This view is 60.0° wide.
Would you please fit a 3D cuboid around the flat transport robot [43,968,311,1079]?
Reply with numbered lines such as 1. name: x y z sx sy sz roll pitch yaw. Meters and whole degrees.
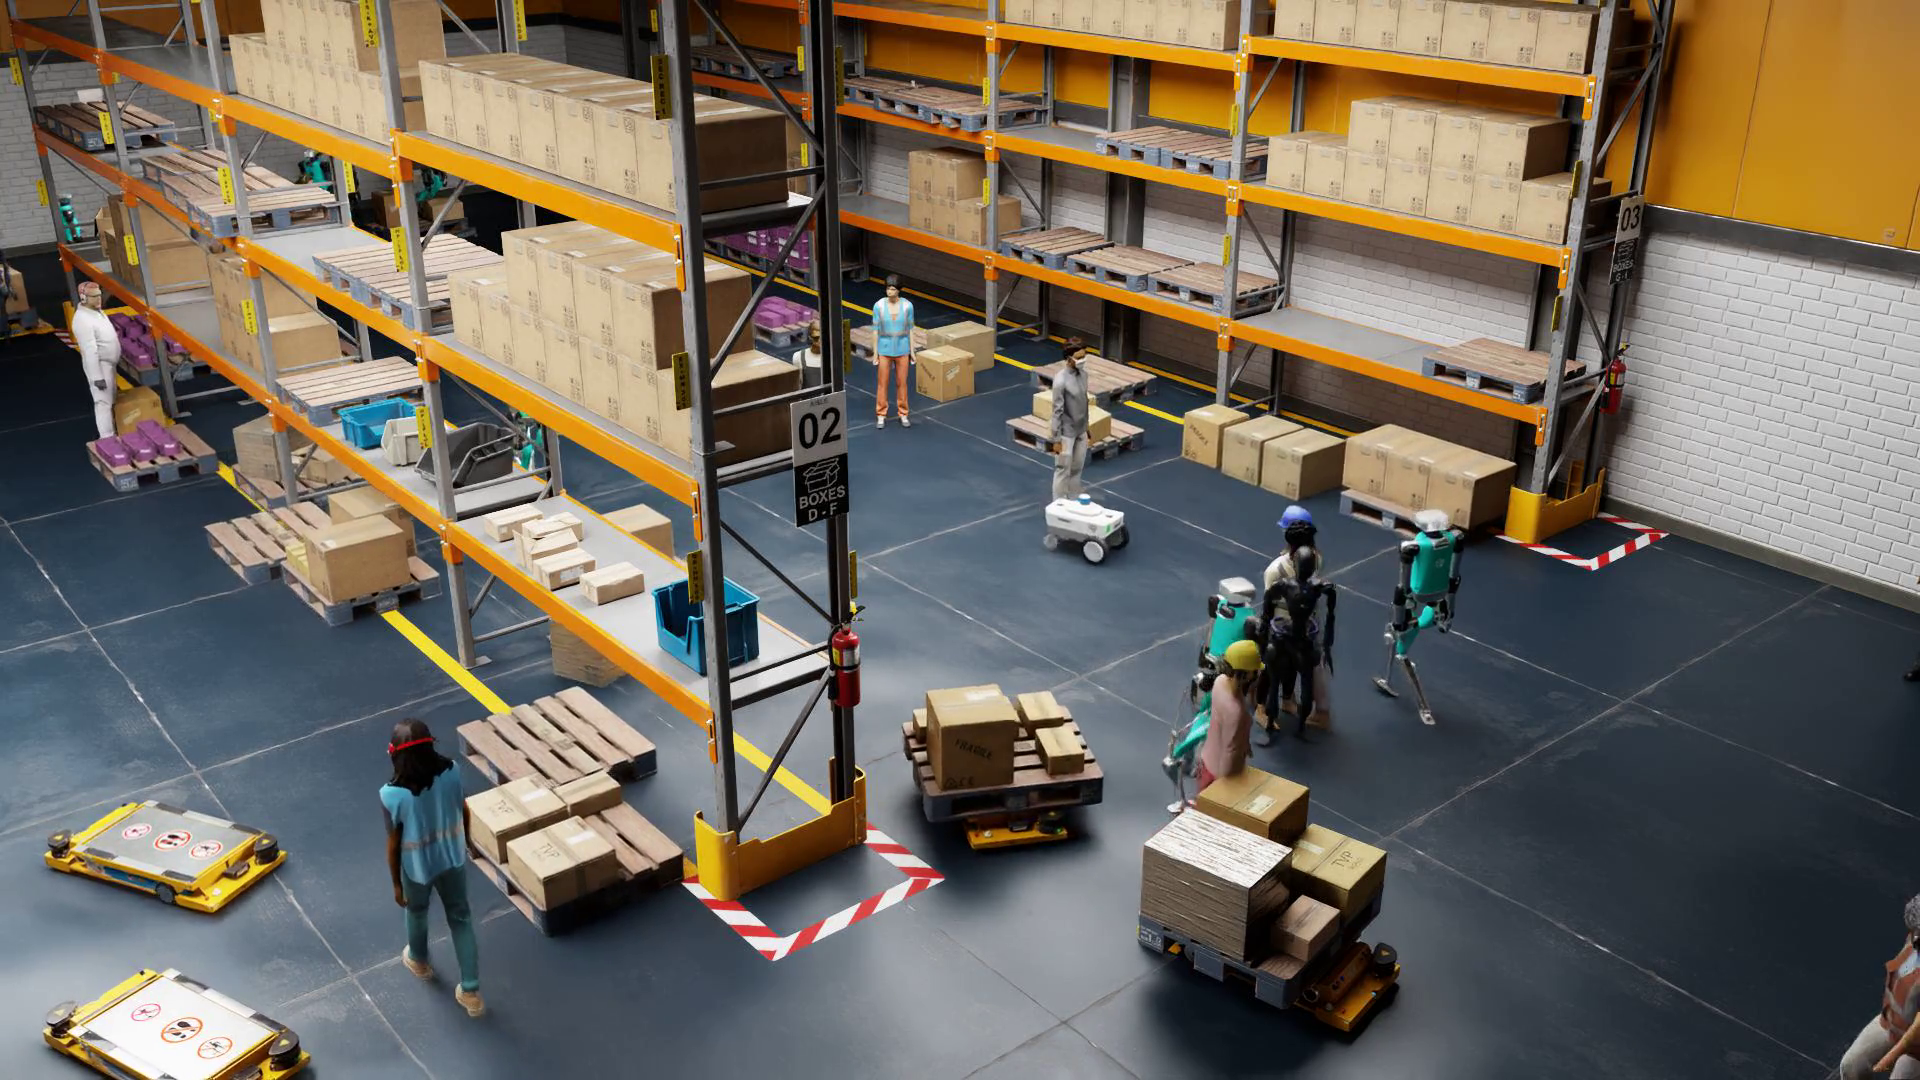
1. flat transport robot: -4.351 2.777 9.212 1.431 0.231 0.659 13 27 28

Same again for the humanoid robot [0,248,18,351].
1. humanoid robot: -12.495 -3.273 21.450 0.590 1.657 0.410 -6 24 -14

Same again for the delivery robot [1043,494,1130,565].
1. delivery robot: 1.181 -0.120 15.583 0.816 0.613 0.499 14 27 30

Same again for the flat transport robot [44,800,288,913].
1. flat transport robot: -5.211 2.047 10.903 1.431 0.231 0.659 9 25 20

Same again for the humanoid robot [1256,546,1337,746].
1. humanoid robot: 2.427 0.776 12.083 0.601 1.638 0.386 -1 23 -3

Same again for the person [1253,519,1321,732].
1. person: 2.458 0.622 12.412 0.530 1.691 0.322 -15 28 -31

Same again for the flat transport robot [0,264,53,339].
1. flat transport robot: -12.913 -2.770 22.058 1.431 0.231 0.659 -21 31 -40

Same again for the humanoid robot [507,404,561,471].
1. humanoid robot: -4.202 -1.031 16.188 0.545 1.760 0.943 -18 29 -36

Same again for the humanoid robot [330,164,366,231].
1. humanoid robot: -10.185 -5.865 27.521 0.611 1.628 0.769 12 26 26

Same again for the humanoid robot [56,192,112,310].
1. humanoid robot: -11.932 -3.888 22.820 0.648 1.816 0.532 -20 30 -38

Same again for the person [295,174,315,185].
1. person: -9.094 -4.245 23.518 1.001 1.821 0.589 3 24 8

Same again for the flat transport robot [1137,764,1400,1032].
1. flat transport robot: 1.844 2.435 10.004 1.431 0.231 0.659 18 29 35

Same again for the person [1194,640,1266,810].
1. person: 1.796 1.416 10.514 0.800 1.738 0.530 -3 24 -7

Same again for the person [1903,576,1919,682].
1. person: 7.777 0.258 12.965 0.382 1.925 0.546 -21 31 -40

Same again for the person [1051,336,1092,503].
1. person: 1.059 -1.054 16.044 0.412 1.891 0.547 18 29 36

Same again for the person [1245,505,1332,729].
1. person: 2.496 0.553 12.521 0.488 1.723 0.932 -21 31 -40

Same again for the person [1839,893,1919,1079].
1. person: 4.645 2.440 8.228 0.462 1.665 0.470 1 23 1

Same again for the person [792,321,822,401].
1. person: -1.414 -1.285 16.632 0.506 1.846 0.346 -2 23 -4

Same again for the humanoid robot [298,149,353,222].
1. humanoid robot: -9.829 -5.232 25.916 0.545 1.762 0.940 7 24 16

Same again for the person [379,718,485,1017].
1. person: -3.010 1.809 9.489 0.542 1.833 0.836 -15 28 -31

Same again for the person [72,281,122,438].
1. person: -9.180 -1.841 17.848 0.402 1.905 0.640 -6 24 -14

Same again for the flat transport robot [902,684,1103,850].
1. flat transport robot: 0.259 1.695 11.719 0.659 0.231 1.431 -5 24 -11

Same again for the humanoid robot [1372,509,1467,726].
1. humanoid robot: 3.387 0.491 12.708 0.565 1.764 0.911 -8 25 -17

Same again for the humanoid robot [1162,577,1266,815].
1. humanoid robot: 1.595 1.131 11.187 0.910 1.761 0.532 -10 25 -21

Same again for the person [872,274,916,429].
1. person: -0.737 -2.112 18.649 0.496 1.764 0.329 -3 24 -7

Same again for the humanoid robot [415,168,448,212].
1. humanoid robot: -8.979 -6.028 27.839 0.852 1.855 0.555 11 26 25

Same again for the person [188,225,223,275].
1. person: -10.683 -4.252 23.679 0.600 1.699 0.824 -12 26 -27
